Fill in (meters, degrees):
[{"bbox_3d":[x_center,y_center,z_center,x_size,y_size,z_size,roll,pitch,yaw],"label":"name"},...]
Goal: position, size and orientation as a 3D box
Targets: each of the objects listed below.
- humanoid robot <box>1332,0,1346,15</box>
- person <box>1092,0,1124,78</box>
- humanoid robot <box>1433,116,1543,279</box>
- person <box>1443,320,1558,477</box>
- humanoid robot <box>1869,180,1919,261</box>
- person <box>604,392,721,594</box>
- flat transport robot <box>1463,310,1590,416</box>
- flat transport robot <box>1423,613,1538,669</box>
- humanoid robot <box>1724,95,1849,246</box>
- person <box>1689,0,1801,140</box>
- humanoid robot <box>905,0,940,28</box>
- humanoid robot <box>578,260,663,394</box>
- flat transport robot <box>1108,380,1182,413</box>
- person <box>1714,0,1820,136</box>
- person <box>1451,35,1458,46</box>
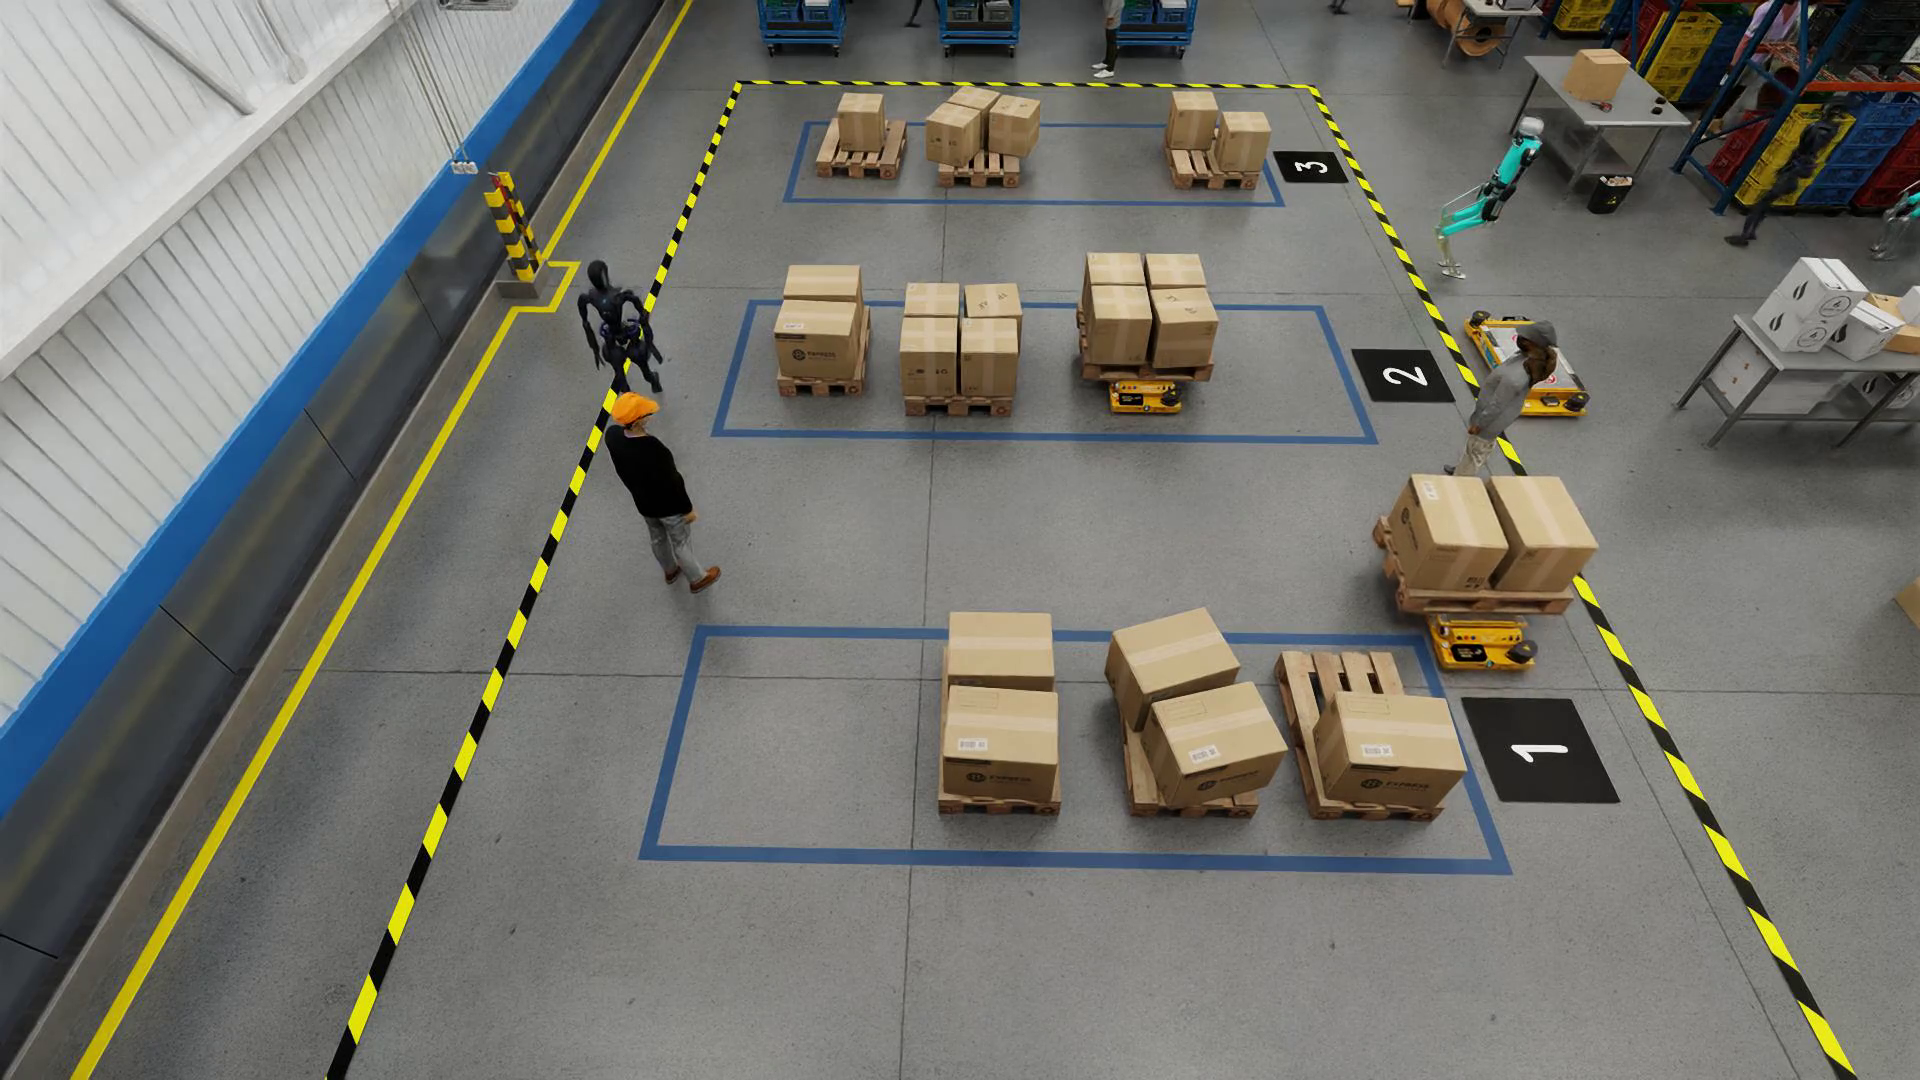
[{"bbox_3d":[6.373,-9.381,14.722,0.416,1.636,0.601,-22,53,-18],"label":"humanoid robot"},{"bbox_3d":[2.134,-7.596,13.065,0.403,1.847,0.587,4,49,3],"label":"person"},{"bbox_3d":[5.365,-3.559,9.557,0.735,1.673,0.533,10,50,8],"label":"humanoid robot"},{"bbox_3d":[4.348,-1.023,7.426,0.398,1.769,0.563,35,58,27],"label":"person"},{"bbox_3d":[10.585,-3.813,9.866,0.856,1.773,0.565,-8,50,-7],"label":"humanoid robot"},{"bbox_3d":[-2.202,-0.314,6.740,0.586,1.881,0.387,24,53,19],"label":"person"},{"bbox_3d":[5.573,-1.757,9.054,0.659,0.231,1.431,1,49,1],"label":"flat transport robot"},{"bbox_3d":[3.924,0.359,7.204,0.652,0.197,1.431,1,49,1],"label":"flat transport robot"},{"bbox_3d":[9.154,-4.048,10.107,0.342,1.645,0.609,27,54,22],"label":"humanoid robot"},{"bbox_3d":[10.119,-6.132,11.669,0.606,2.043,0.376,-9,50,-7],"label":"person"},{"bbox_3d":[-0.511,-8.918,14.348,0.776,1.623,0.609,3,49,2],"label":"humanoid robot"},{"bbox_3d":[-2.990,-1.786,8.173,0.591,1.652,0.708,-6,49,-5],"label":"humanoid robot"},{"bbox_3d":[1.773,-1.807,9.079,0.652,0.197,1.431,1,49,1],"label":"flat transport robot"},{"bbox_3d":[10.520,-6.207,11.881,0.644,1.837,0.474,-27,54,-22],"label":"person"},{"bbox_3d":[7.984,-8.539,13.808,0.364,1.957,0.601,7,50,6],"label":"person"}]
